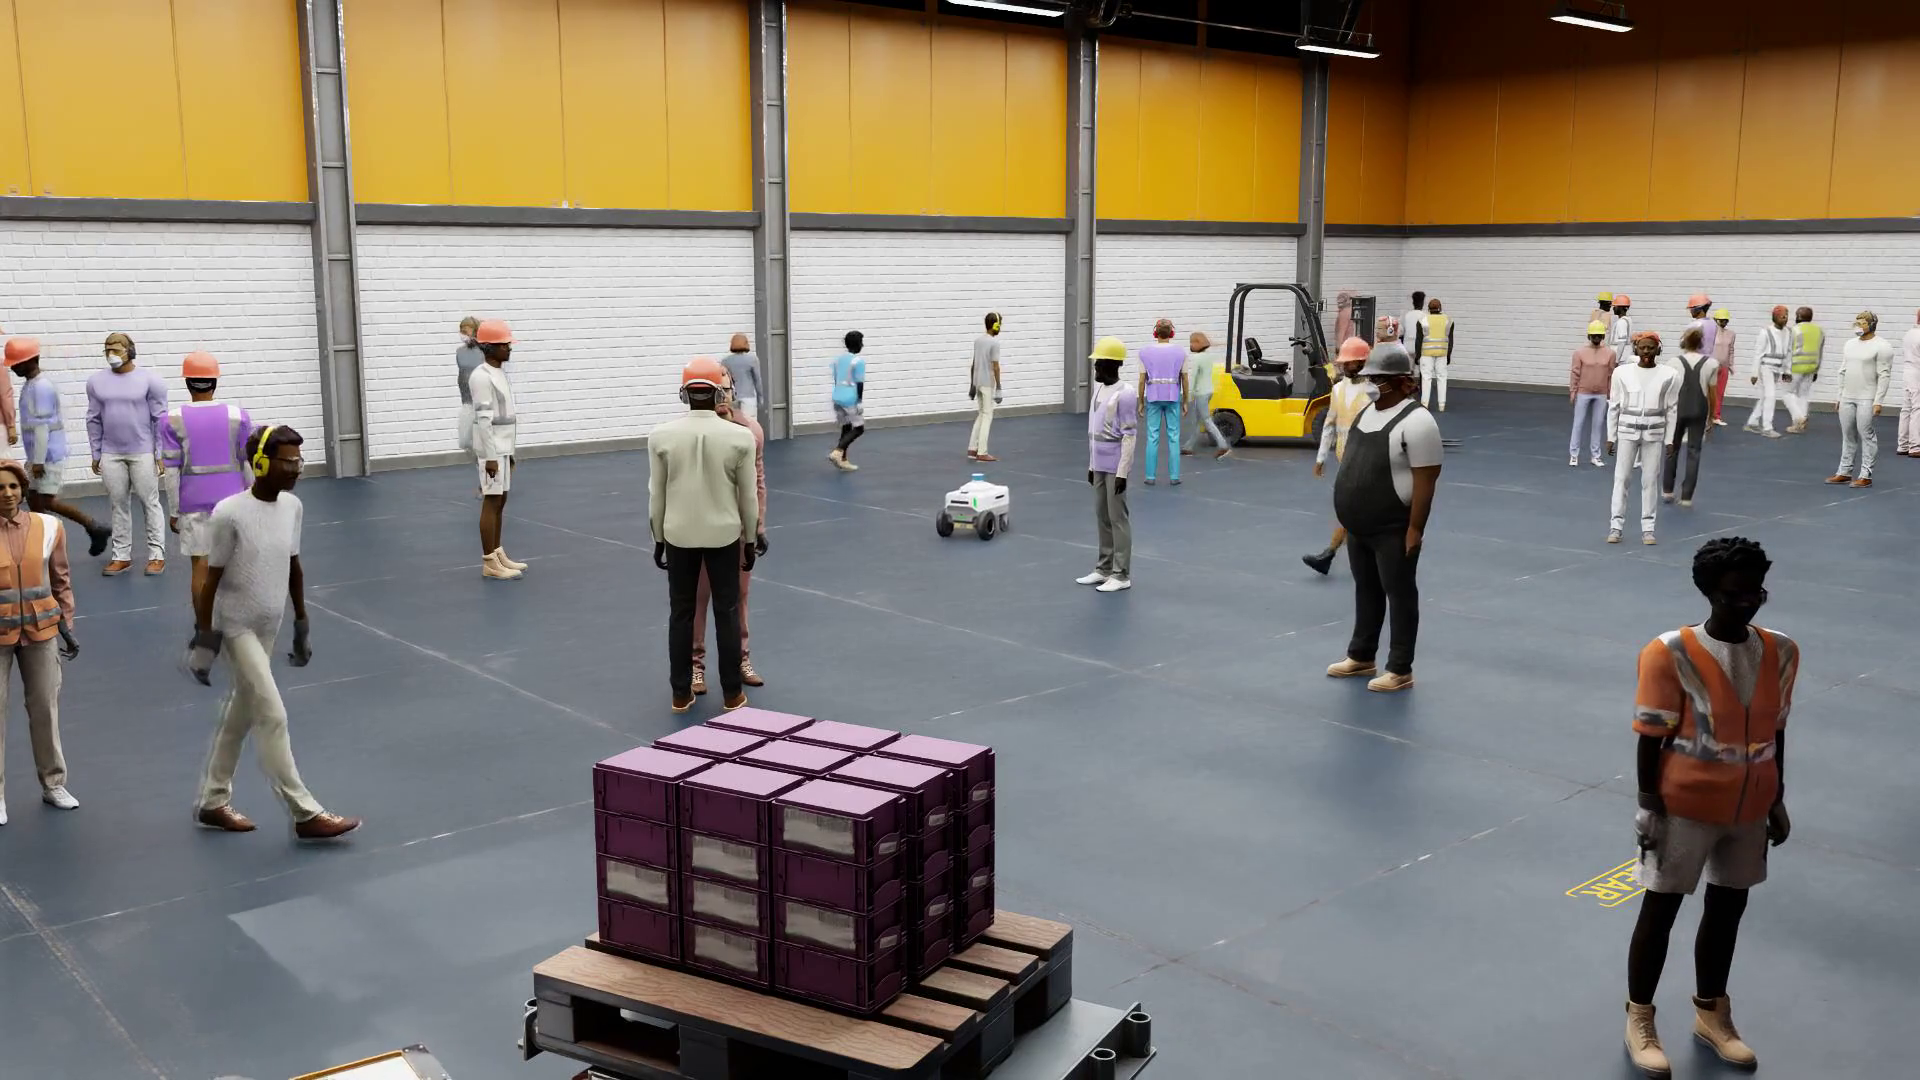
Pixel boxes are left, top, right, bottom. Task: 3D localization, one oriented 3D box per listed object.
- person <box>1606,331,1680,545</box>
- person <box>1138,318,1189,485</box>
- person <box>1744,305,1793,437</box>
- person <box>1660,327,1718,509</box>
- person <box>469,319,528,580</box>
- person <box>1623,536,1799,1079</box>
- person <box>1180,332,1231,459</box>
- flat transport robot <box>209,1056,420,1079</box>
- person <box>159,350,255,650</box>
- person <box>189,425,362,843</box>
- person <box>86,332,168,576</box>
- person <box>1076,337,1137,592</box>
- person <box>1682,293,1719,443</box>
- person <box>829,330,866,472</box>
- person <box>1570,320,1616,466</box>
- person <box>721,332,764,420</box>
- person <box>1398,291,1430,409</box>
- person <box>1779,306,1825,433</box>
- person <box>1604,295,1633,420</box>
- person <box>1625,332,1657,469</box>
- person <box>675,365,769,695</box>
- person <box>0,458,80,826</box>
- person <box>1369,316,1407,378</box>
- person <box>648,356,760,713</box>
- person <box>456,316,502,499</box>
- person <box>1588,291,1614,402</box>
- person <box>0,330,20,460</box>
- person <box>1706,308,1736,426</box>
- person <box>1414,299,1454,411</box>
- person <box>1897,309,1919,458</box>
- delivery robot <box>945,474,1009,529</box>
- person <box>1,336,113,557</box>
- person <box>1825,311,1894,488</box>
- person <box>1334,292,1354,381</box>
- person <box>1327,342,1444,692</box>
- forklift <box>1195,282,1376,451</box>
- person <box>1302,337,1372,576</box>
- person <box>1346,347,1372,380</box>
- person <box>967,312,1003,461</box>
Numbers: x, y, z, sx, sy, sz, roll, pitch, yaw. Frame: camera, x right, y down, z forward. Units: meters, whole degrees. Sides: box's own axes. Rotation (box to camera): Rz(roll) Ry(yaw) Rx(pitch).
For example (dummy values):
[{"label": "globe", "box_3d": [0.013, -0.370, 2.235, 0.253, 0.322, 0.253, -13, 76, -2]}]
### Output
[{"label": "person", "box_3d": [6.000, -0.897, 14.658, 0.574, 1.882, 0.356, 3, 10, 20]}, {"label": "person", "box_3d": [2.245, -1.518, 18.381, 0.565, 1.849, 0.388, 1, 10, 4]}, {"label": "person", "box_3d": [11.403, -2.389, 23.516, 0.594, 1.856, 0.706, -5, 11, -26]}, {"label": "person", "box_3d": [7.401, -1.251, 16.927, 0.506, 1.805, 0.886, 3, 10, 18]}, {"label": "person", "box_3d": [-3.632, -0.713, 13.103, 0.377, 2.045, 0.605, -1, 10, -3]}, {"label": "person", "box_3d": [2.320, 0.821, 5.139, 0.540, 1.695, 0.317, -2, 10, -10]}, {"label": "person", "box_3d": [3.090, -1.817, 20.896, 0.810, 1.594, 0.505, 7, 12, 36]}, {"label": "flat transport robot", "box_3d": [-1.519, 1.683, 4.260, 0.652, 0.197, 1.431, -7, 12, -34]}, {"label": "person", "box_3d": [-4.801, -0.243, 10.662, 0.545, 1.938, 0.354, -6, 11, -31]}, {"label": "person", "box_3d": [-2.991, 0.413, 7.202, 0.896, 1.806, 0.545, 2, 10, 13]}, {"label": "person", "box_3d": [-6.601, -0.679, 13.216, 0.630, 1.940, 0.372, -1, 10, -3]}, {"label": "person", "box_3d": [1.131, -0.575, 12.628, 0.364, 1.930, 0.588, -4, 10, -21]}, {"label": "person", "box_3d": [9.961, -2.318, 22.511, 0.608, 2.042, 0.375, -8, 13, -40]}, {"label": "person", "box_3d": [-1.326, -1.610, 19.412, 0.469, 1.670, 0.564, -7, 12, -35]}, {"label": "person", "box_3d": [7.623, -1.759, 20.041, 0.533, 1.767, 0.327, 1, 10, 5]}, {"label": "person", "box_3d": [-2.695, -1.738, 20.360, 0.492, 1.612, 0.699, 3, 10, 14]}, {"label": "person", "box_3d": [7.568, -3.149, 27.600, 0.631, 1.963, 0.361, 6, 11, 32]}, {"label": "person", "box_3d": [12.033, -2.422, 23.788, 0.665, 1.823, 0.454, -2, 10, -12]}, {"label": "person", "box_3d": [10.226, -2.831, 25.814, 0.360, 1.939, 0.543, 5, 11, 29]}, {"label": "person", "box_3d": [8.136, -1.668, 19.925, 0.515, 1.630, 0.322, -5, 11, -26]}, {"label": "person", "box_3d": [-1.406, -0.065, 9.713, 0.643, 1.909, 0.410, -6, 11, -32]}, {"label": "person", "box_3d": [-4.257, 0.446, 7.498, 0.310, 1.642, 0.514, 9, 13, 43]}, {"label": "person", "box_3d": [4.482, -1.412, 17.597, 0.409, 1.909, 0.641, -1, 10, -5]}, {"label": "person", "box_3d": [-1.418, -0.023, 9.255, 0.608, 1.987, 0.407, -1, 10, -6]}, {"label": "person", "box_3d": [-5.014, -1.380, 17.372, 0.653, 1.920, 0.439, 5, 11, 27]}, {"label": "person", "box_3d": [11.142, -3.359, 28.949, 0.384, 1.923, 0.590, -1, 10, -5]}, {"label": "person", "box_3d": [-8.962, -1.079, 15.387, 0.613, 1.995, 0.390, 4, 10, 20]}, {"label": "person", "box_3d": [11.332, -2.581, 24.856, 0.533, 1.767, 0.326, -1, 10, -9]}, {"label": "person", "box_3d": [7.743, -3.020, 27.220, 0.623, 1.840, 0.430, 0, 10, 1]}, {"label": "person", "box_3d": [12.118, -1.986, 20.964, 0.407, 1.908, 0.641, 1, 10, 6]}, {"label": "delivery robot", "box_3d": [0.159, -0.358, 15.105, 0.477, 0.478, 0.707, 5, 11, 27]}, {"label": "person", "box_3d": [-7.403, -0.724, 13.604, 0.685, 1.897, 0.562, -9, 13, -43]}, {"label": "person", "box_3d": [9.880, -1.539, 18.248, 0.373, 1.940, 0.629, -3, 10, -18]}, {"label": "person", "box_3d": [7.120, -3.636, 30.748, 0.399, 1.875, 0.789, 5, 11, 27]}, {"label": "person", "box_3d": [2.455, -0.138, 9.747, 0.536, 2.000, 0.681, -4, 10, -21]}, {"label": "forklift", "box_3d": [4.328, -2.346, 22.227, 2.313, 2.155, 1.214, 3, 10, 16]}, {"label": "person", "box_3d": [3.089, -0.663, 13.269, 0.992, 1.881, 0.574, -6, 11, -31]}, {"label": "person", "box_3d": [4.207, -1.195, 17.180, 0.567, 1.618, 0.509, 0, 10, -2]}, {"label": "person", "box_3d": [0.340, -1.892, 20.609, 0.428, 1.847, 0.570, -6, 11, -30]}]
